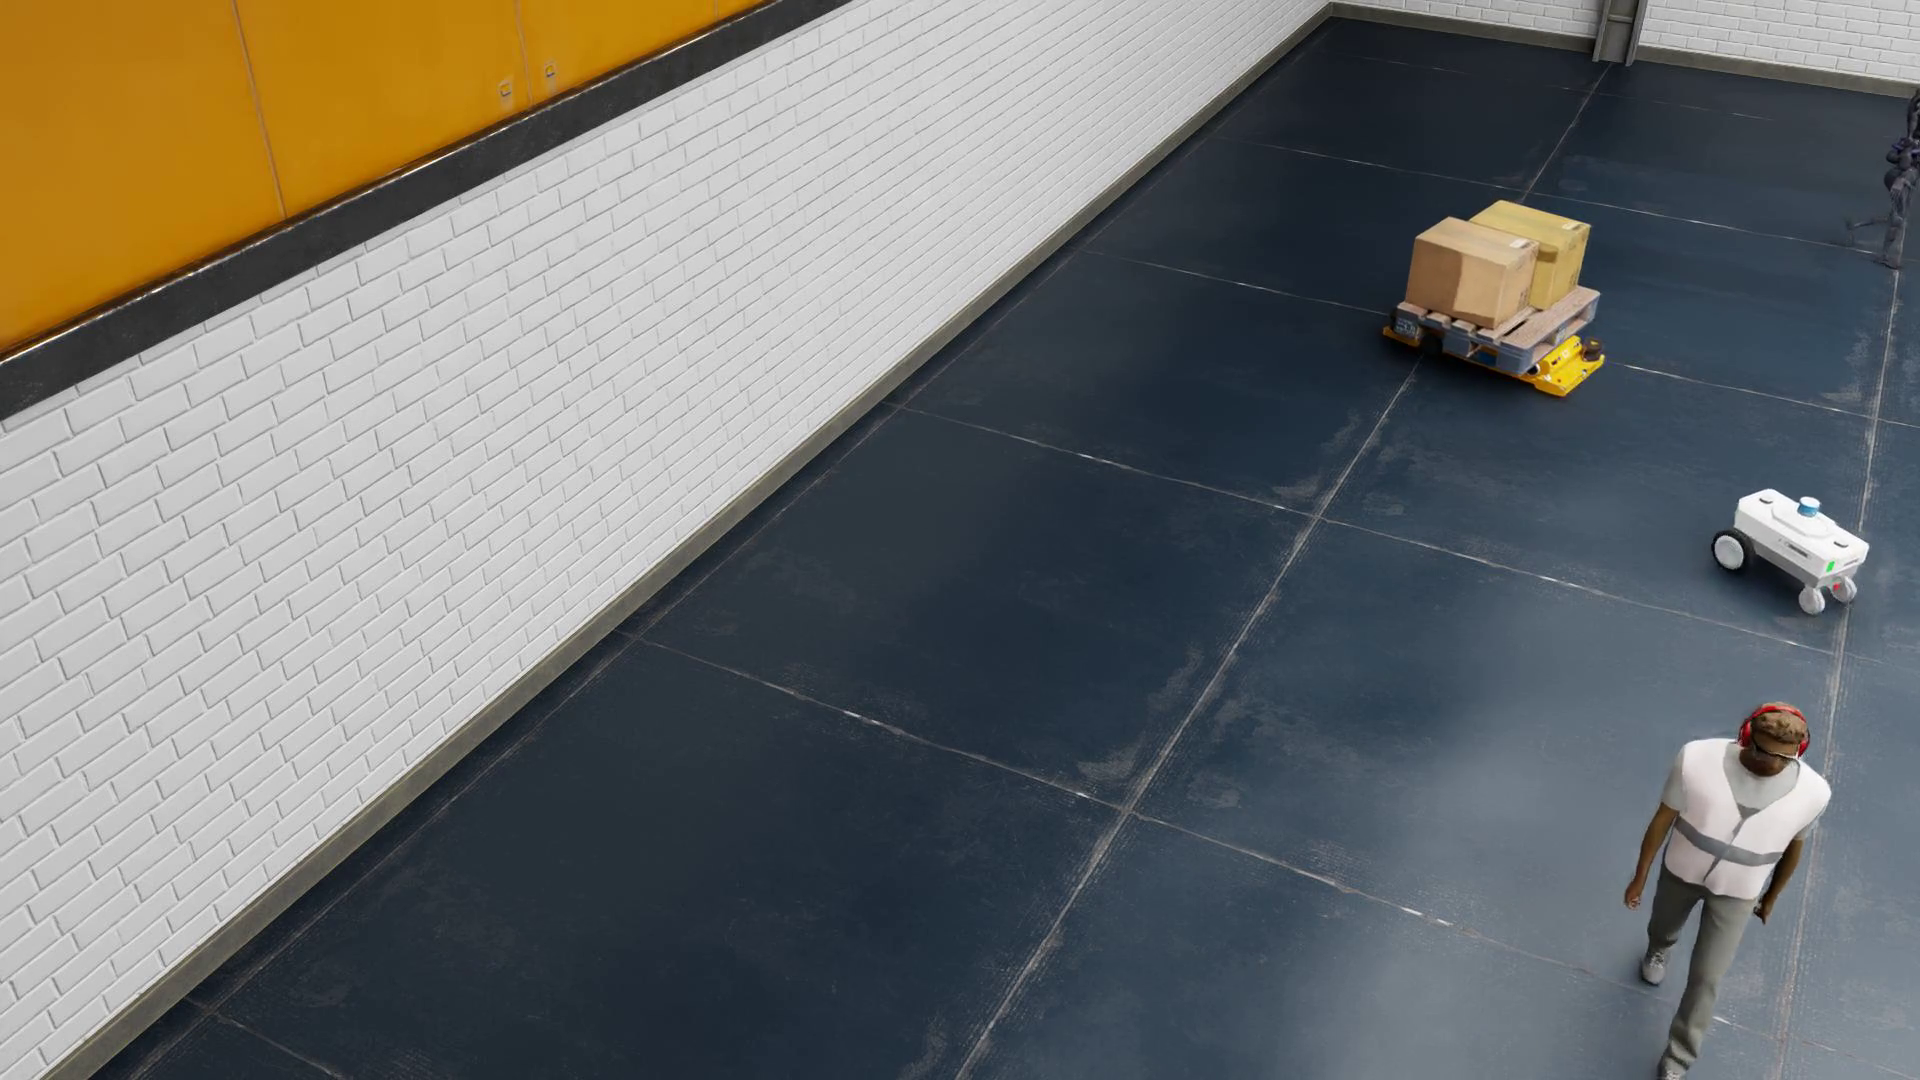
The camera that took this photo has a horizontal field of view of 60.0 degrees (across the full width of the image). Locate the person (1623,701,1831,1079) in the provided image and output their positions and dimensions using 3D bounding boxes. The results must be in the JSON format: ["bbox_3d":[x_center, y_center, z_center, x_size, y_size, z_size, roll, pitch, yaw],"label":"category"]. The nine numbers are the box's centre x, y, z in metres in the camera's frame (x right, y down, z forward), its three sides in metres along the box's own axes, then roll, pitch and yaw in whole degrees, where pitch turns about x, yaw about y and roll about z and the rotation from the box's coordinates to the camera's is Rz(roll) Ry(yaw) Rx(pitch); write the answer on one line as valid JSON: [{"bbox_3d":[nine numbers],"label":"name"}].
[{"bbox_3d":[3.002,1.323,6.631,0.584,1.805,0.929,15,37,22],"label":"person"}]

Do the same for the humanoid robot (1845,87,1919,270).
[{"bbox_3d":[7.449,-3.000,13.187,0.591,1.638,0.577,-29,43,-36],"label":"humanoid robot"}]

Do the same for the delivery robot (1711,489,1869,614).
[{"bbox_3d":[4.855,0.024,9.702,0.499,0.612,0.815,-16,37,-23],"label":"delivery robot"}]

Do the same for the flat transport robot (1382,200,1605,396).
[{"bbox_3d":[3.890,-1.460,12.150,1.431,0.231,0.659,26,42,33],"label":"flat transport robot"}]
